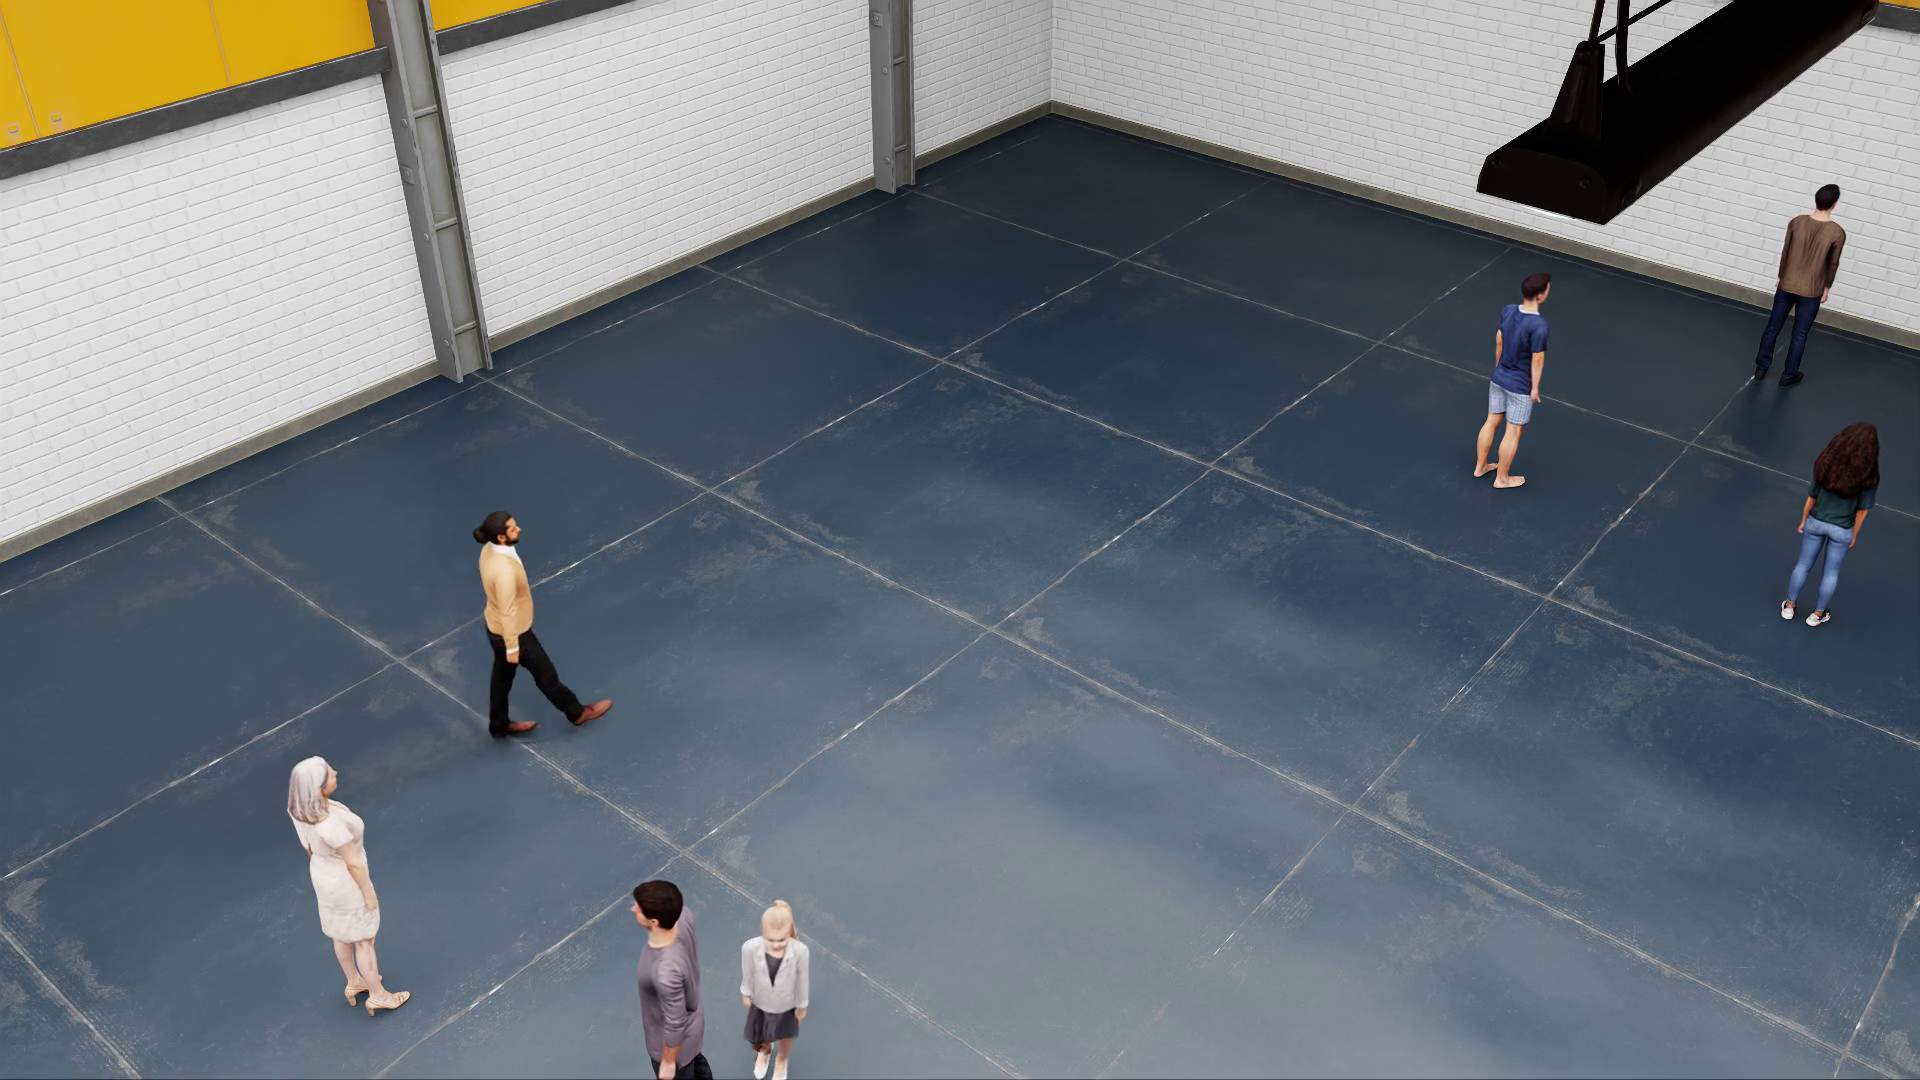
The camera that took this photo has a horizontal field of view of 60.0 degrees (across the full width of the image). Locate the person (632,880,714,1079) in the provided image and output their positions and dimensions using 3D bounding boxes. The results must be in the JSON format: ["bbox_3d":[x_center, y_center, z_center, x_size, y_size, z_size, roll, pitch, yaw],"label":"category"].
[{"bbox_3d":[-1.362,2.319,7.992,0.798,1.854,0.719,-1,34,-1],"label":"person"}]

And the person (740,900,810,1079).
[{"bbox_3d":[-0.935,2.298,8.555,0.624,1.264,0.672,4,34,6],"label":"person"}]

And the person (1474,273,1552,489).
[{"bbox_3d":[4.474,-1.293,13.433,0.662,1.846,0.690,-17,37,-24],"label":"person"}]

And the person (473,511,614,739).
[{"bbox_3d":[-2.961,0.599,10.696,1.153,1.726,0.957,-14,36,-20],"label":"person"}]

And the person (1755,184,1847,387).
[{"bbox_3d":[7.531,-2.282,14.882,0.645,1.889,0.563,26,42,34],"label":"person"}]

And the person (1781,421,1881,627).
[{"bbox_3d":[6.213,-0.115,11.868,0.581,1.616,0.567,24,41,32],"label":"person"}]

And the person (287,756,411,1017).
[{"bbox_3d":[-3.269,1.842,8.815,0.606,1.736,0.559,22,39,29],"label":"person"}]
